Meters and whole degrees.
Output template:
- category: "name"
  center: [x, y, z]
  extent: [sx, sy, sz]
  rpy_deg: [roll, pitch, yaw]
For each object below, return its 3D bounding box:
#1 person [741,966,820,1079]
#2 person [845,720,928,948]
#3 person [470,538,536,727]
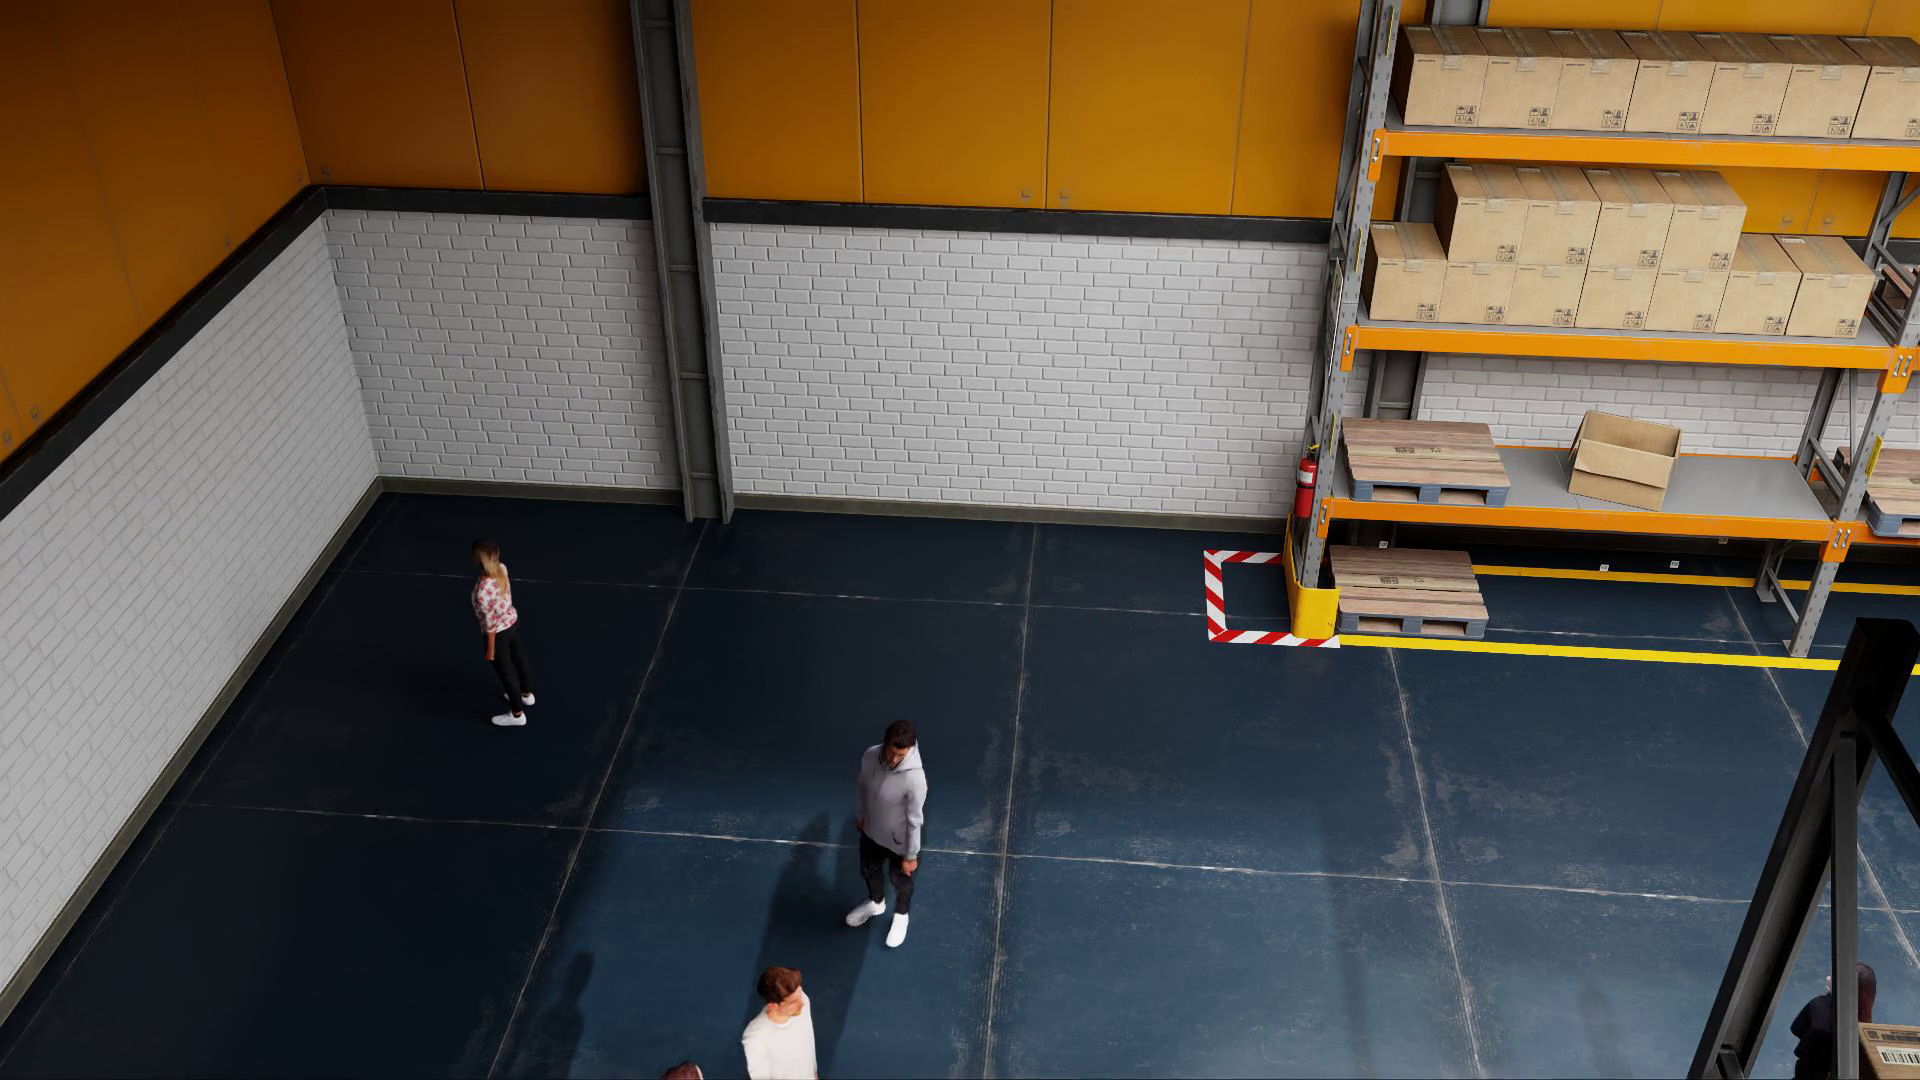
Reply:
- category: "person"
  center: [-0.950, 2.942, 8.851]
  extent: [0.737, 1.901, 0.732]
  rpy_deg: [19, 38, 27]
- category: "person"
  center: [-0.429, 1.818, 10.542]
  extent: [0.916, 1.901, 0.764]
  rpy_deg: [-26, 41, -33]
- category: "person"
  center: [-3.443, 0.675, 12.504]
  extent: [0.530, 1.633, 0.583]
  rpy_deg: [5, 34, 7]
